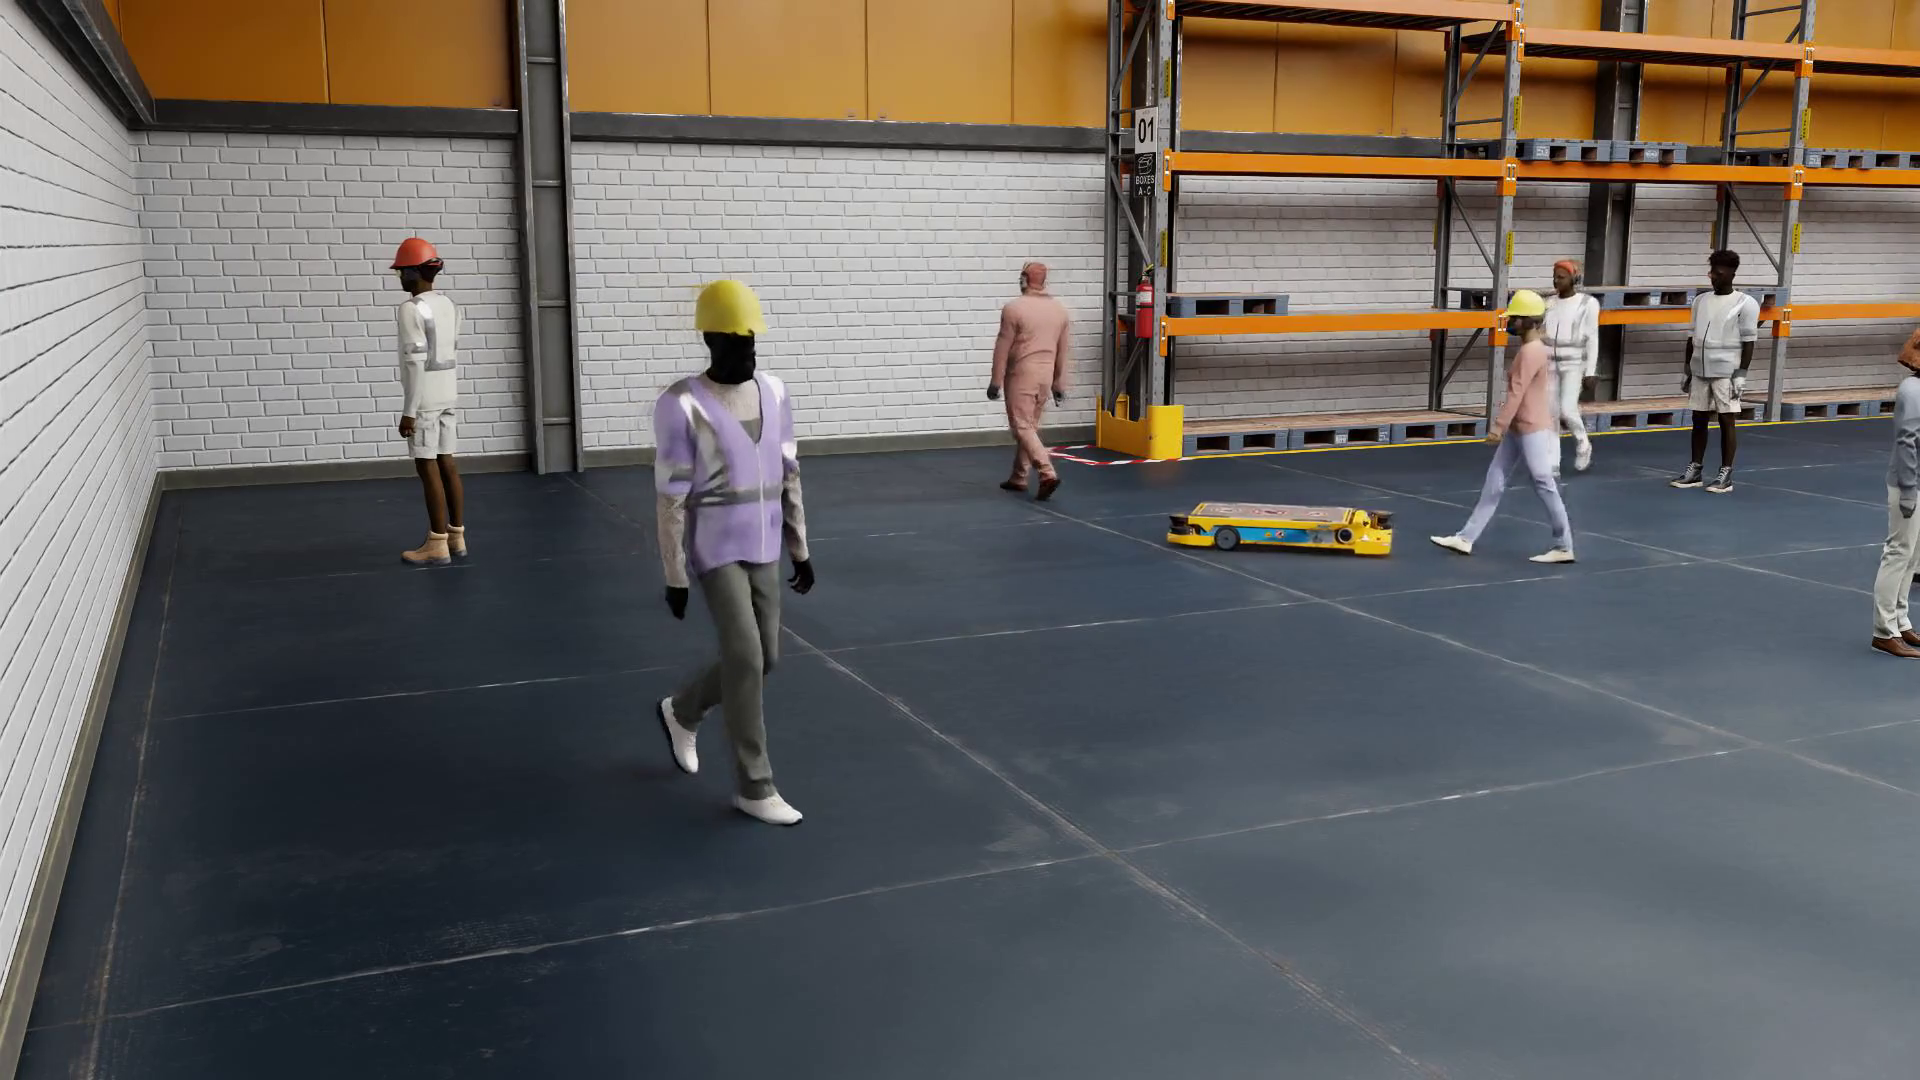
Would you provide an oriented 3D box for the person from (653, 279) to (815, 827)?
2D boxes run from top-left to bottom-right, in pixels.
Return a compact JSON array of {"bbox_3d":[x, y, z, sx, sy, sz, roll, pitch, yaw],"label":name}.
[{"bbox_3d":[-0.840,0.023,5.933,0.774,1.901,0.594,7,13,36],"label":"person"}]

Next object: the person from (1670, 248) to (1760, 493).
[{"bbox_3d":[6.140,-1.374,13.516,0.367,1.967,0.606,-6,12,-30],"label":"person"}]

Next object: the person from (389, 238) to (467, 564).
[{"bbox_3d":[-3.376,-0.869,10.494,0.378,2.041,0.616,2,10,9],"label":"person"}]

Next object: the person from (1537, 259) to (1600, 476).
[{"bbox_3d":[5.207,-1.465,14.280,0.484,1.871,0.596,-8,13,-36],"label":"person"}]

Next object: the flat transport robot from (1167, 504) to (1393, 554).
[{"bbox_3d":[2.141,-0.091,11.098,1.431,0.197,0.652,3,11,16],"label":"flat transport robot"}]

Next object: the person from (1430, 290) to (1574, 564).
[{"bbox_3d":[3.493,-0.704,10.499,0.891,1.714,0.530,2,10,13],"label":"person"}]

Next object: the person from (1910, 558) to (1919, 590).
[{"bbox_3d":[5.924,-0.578,9.617,0.959,1.777,0.592,-3,11,-18],"label":"person"}]

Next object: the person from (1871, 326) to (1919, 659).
[{"bbox_3d":[4.703,-0.246,8.164,0.285,1.633,0.500,9,14,42],"label":"person"}]

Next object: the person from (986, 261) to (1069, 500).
[{"bbox_3d":[0.563,-1.269,13.190,0.649,1.877,0.890,-9,14,-42],"label":"person"}]
